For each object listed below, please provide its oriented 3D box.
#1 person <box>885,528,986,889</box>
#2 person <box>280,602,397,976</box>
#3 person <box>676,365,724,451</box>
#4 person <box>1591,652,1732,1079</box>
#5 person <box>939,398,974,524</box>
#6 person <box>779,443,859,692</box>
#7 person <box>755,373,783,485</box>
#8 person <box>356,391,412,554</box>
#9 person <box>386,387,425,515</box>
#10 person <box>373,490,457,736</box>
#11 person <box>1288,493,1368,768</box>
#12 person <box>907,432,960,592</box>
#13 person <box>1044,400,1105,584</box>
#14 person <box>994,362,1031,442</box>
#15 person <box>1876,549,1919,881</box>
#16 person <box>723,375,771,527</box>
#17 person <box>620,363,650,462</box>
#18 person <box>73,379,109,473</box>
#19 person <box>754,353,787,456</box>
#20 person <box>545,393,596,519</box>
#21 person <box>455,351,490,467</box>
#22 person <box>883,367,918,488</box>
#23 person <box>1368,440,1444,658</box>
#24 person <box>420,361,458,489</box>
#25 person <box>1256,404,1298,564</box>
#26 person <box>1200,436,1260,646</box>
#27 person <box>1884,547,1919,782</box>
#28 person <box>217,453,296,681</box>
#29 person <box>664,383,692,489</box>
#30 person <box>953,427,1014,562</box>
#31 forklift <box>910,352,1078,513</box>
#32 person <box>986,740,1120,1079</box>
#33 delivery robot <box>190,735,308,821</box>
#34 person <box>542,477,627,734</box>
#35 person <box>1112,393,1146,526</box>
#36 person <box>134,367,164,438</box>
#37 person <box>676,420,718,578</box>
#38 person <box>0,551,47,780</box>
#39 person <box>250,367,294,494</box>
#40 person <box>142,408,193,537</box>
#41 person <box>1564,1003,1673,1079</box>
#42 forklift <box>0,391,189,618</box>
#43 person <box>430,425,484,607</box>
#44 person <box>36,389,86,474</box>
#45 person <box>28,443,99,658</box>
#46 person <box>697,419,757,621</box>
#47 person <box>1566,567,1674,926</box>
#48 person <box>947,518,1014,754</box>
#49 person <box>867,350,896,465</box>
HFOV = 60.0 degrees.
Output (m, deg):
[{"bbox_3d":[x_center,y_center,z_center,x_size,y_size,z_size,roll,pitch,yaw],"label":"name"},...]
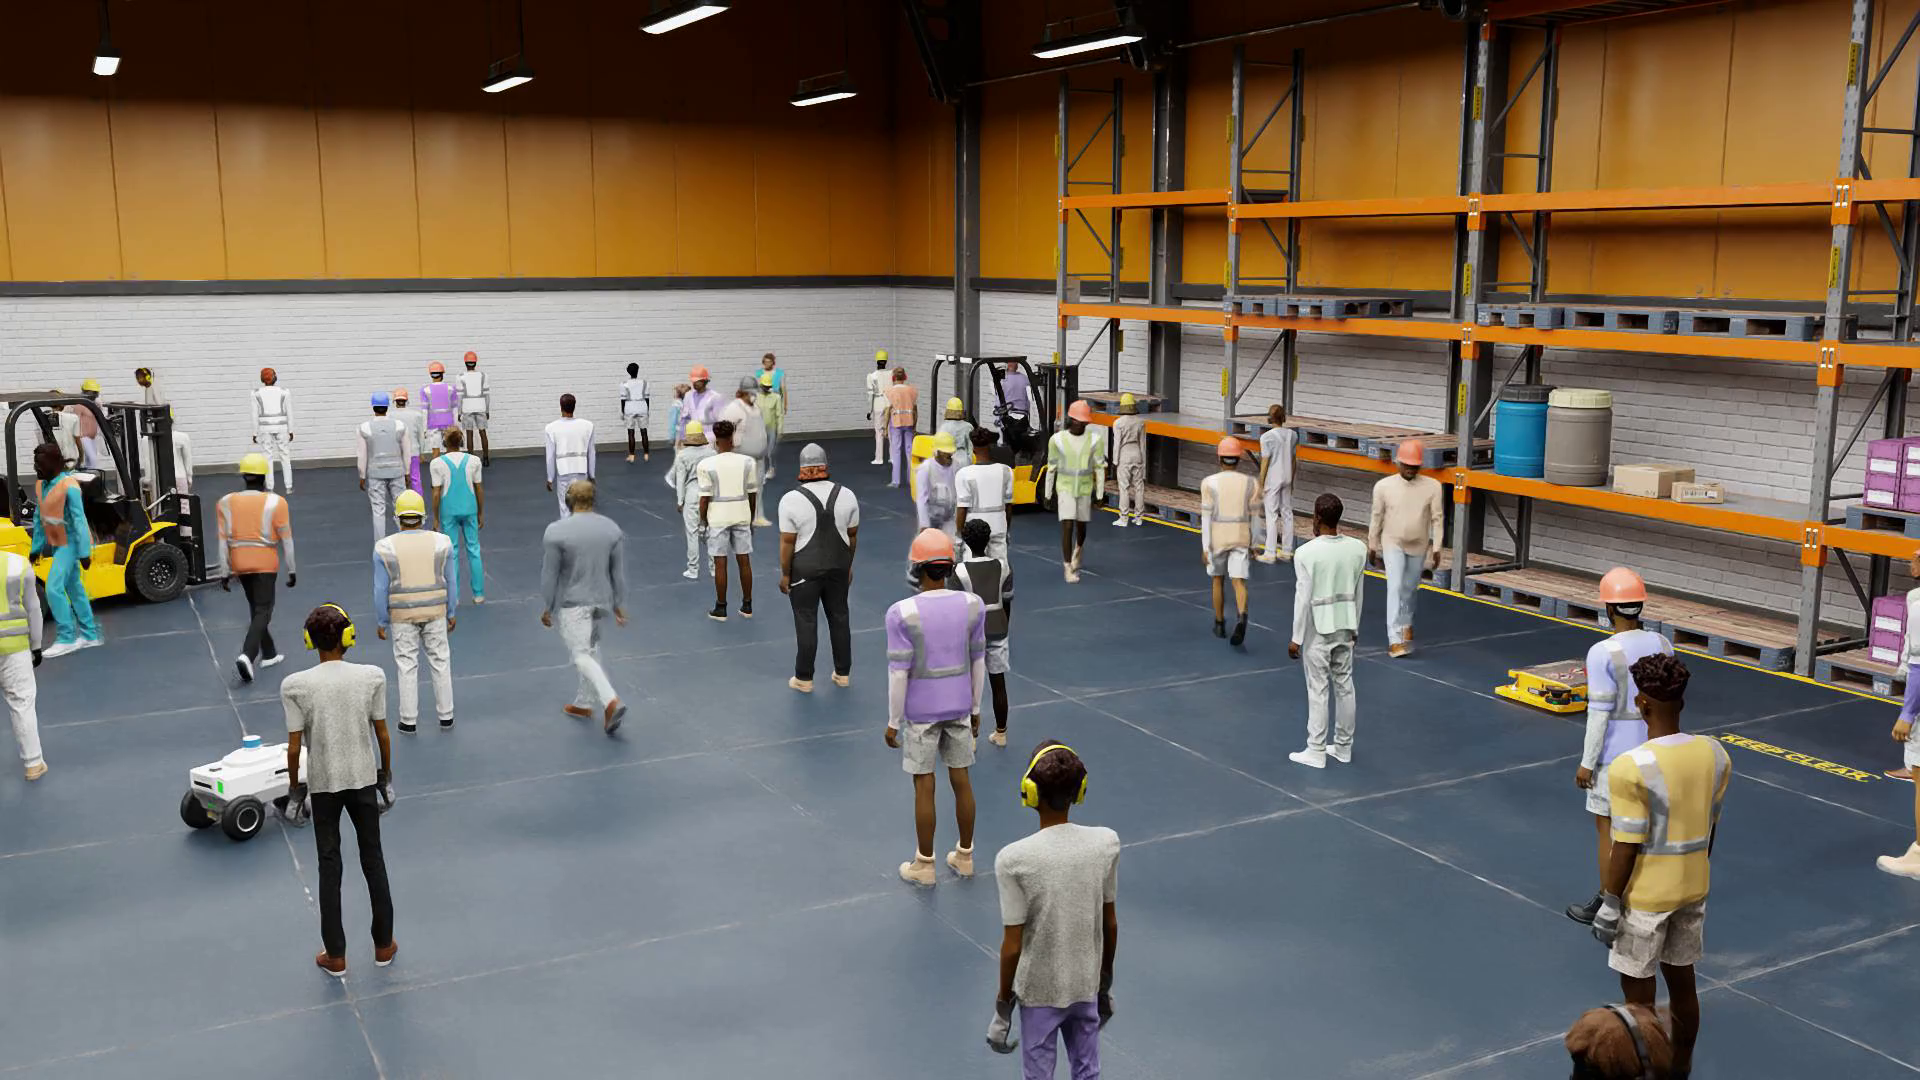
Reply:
[{"bbox_3d":[-0.149,0.947,9.399,0.606,2.045,0.389,-5,11,-26],"label":"person"},{"bbox_3d":[-3.083,1.235,8.270,0.521,1.864,0.334,-5,11,-26],"label":"person"},{"bbox_3d":[-3.596,-1.415,23.089,0.642,2.016,0.664,7,12,33],"label":"person"},{"bbox_3d":[2.862,1.431,6.852,0.605,1.962,0.373,-5,11,-26],"label":"person"},{"bbox_3d":[-0.056,-0.934,21.094,0.485,1.744,0.308,-5,11,-26],"label":"person"},{"bbox_3d":[-1.190,0.213,13.635,0.675,2.000,0.537,-5,11,-26],"label":"person"},{"bbox_3d":[-3.027,-1.750,25.876,0.542,1.721,0.826,-1,10,-8],"label":"person"},{"bbox_3d":[-6.780,-0.779,19.611,0.604,1.949,0.398,-5,11,-26],"label":"person"},{"bbox_3d":[-7.541,-1.193,22.552,0.563,1.753,0.335,-5,11,-26],"label":"person"},{"bbox_3d":[-4.034,0.540,12.348,0.589,1.835,0.404,-5,11,-26],"label":"person"},{"bbox_3d":[2.557,0.632,11.576,0.588,1.920,0.398,-5,11,-26],"label":"person"},{"bbox_3d":[-0.249,-0.262,17.229,0.597,1.749,1.008,-8,12,-37],"label":"person"},{"bbox_3d":[1.248,-0.566,18.288,0.657,1.999,0.958,-1,10,-4],"label":"person"},{"bbox_3d":[0.828,-1.995,26.730,0.640,1.910,0.401,-5,11,-26],"label":"person"},{"bbox_3d":[5.561,0.929,9.502,0.606,2.045,0.389,-5,11,-26],"label":"person"},{"bbox_3d":[-2.868,-1.183,21.673,0.786,2.000,0.707,5,11,29],"label":"person"},{"bbox_3d":[-5.534,-2.173,28.360,0.533,1.698,0.322,-5,11,-26],"label":"person"},{"bbox_3d":[-12.617,-1.469,24.180,0.692,1.733,0.591,2,10,10],"label":"person"},{"bbox_3d":[-3.359,-2.350,29.035,0.612,1.810,0.692,3,10,17],"label":"person"},{"bbox_3d":[-4.589,-0.769,19.647,0.588,1.917,0.398,-5,11,-26],"label":"person"},{"bbox_3d":[-8.087,-2.166,27.627,0.544,1.939,0.372,-5,11,-26],"label":"person"},{"bbox_3d":[-0.896,-1.701,25.233,0.564,1.839,0.395,-5,11,-26],"label":"person"},{"bbox_3d":[4.003,0.040,14.965,0.643,1.944,1.035,1,10,8],"label":"person"},{"bbox_3d":[-7.859,-1.729,25.129,0.544,1.933,0.376,-5,11,-26],"label":"person"},{"bbox_3d":[3.643,-0.644,19.144,0.506,1.842,0.350,-5,11,-26],"label":"person"},{"bbox_3d":[2.475,0.014,15.178,0.557,1.909,0.839,0,10,-1],"label":"person"},{"bbox_3d":[6.536,0.829,11.261,0.499,1.632,0.285,-5,11,-26],"label":"person"},{"bbox_3d":[-5.975,0.219,14.048,0.599,1.893,0.895,0,10,1],"label":"person"},{"bbox_3d":[-4.170,-1.532,24.856,0.378,1.624,0.532,1,10,7],"label":"person"},{"bbox_3d":[0.218,-0.075,15.522,0.605,1.962,0.373,-5,11,-26],"label":"person"},{"bbox_3d":[0.460,-1.461,22.833,2.313,2.155,1.214,-5,11,-28],"label":"forklift"},{"bbox_3d":[0.332,1.631,5.962,0.521,1.873,0.334,-5,11,-26],"label":"person"},{"bbox_3d":[-4.421,1.468,10.413,0.477,0.478,0.707,6,12,32],"label":"delivery robot"},{"bbox_3d":[-2.761,0.486,12.471,0.887,1.910,0.630,9,13,41],"label":"person"},{"bbox_3d":[2.196,-1.047,21.760,0.485,1.739,0.313,-5,11,-26],"label":"person"},{"bbox_3d":[-12.250,-1.703,25.252,0.605,1.833,0.541,-7,12,-36],"label":"person"},{"bbox_3d":[-2.892,-0.450,18.325,0.485,1.739,0.313,-5,11,-26],"label":"person"},{"bbox_3d":[-6.518,0.738,11.204,0.622,1.840,0.430,-5,11,-26],"label":"person"},{"bbox_3d":[-10.146,-1.606,24.565,0.574,1.882,0.360,-5,11,-26],"label":"person"},{"bbox_3d":[-9.421,-0.724,19.817,0.524,1.769,0.325,-5,11,-26],"label":"person"},{"bbox_3d":[1.650,1.997,4.133,1.004,1.788,0.617,-1,10,-8],"label":"person"},{"bbox_3d":[-9.026,-0.363,16.508,1.214,2.155,2.313,6,11,29],"label":"forklift"},{"bbox_3d":[-5.072,-0.240,16.803,0.506,1.847,0.350,-5,11,-26],"label":"person"},{"bbox_3d":[-11.284,-0.957,20.891,0.521,1.864,0.334,-5,11,-26],"label":"person"},{"bbox_3d":[-8.054,0.086,14.783,0.598,1.895,0.726,8,13,40],"label":"person"},{"bbox_3d":[-2.262,-0.191,16.190,0.605,1.962,0.373,-5,11,-26],"label":"person"},{"bbox_3d":[3.480,1.105,8.813,0.544,1.933,0.376,-5,11,-26],"label":"person"},{"bbox_3d":[0.141,0.686,11.897,0.533,1.698,0.322,-5,11,-26],"label":"person"},{"bbox_3d":[-1.302,-2.224,27.990,0.587,1.928,0.381,-5,11,-26],"label":"person"}]
